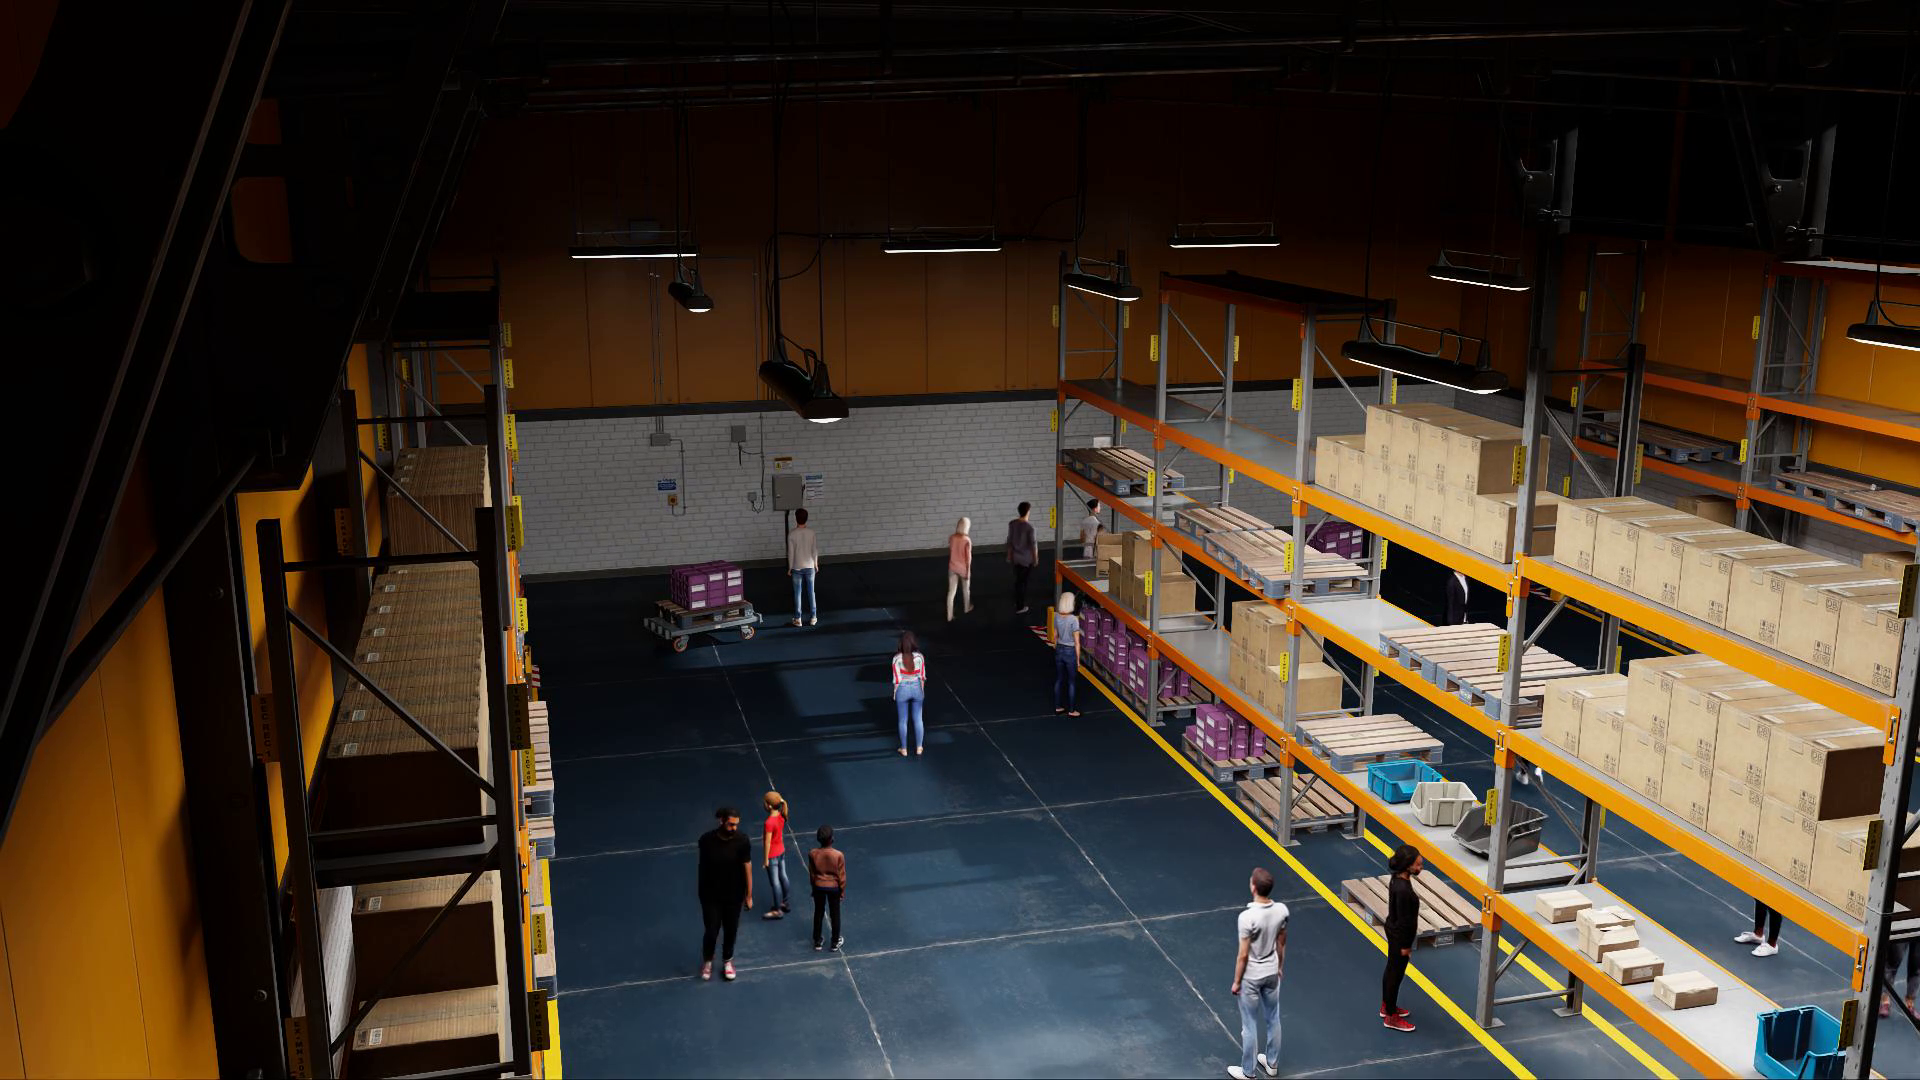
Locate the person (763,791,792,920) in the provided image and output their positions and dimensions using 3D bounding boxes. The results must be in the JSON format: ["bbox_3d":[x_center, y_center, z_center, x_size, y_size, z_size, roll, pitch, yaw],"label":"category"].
[{"bbox_3d":[-1.841,3.142,16.666,0.614,1.306,0.542,6,15,22],"label":"person"}]

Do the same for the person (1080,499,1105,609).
[{"bbox_3d":[2.203,0.228,27.511,0.803,1.866,0.634,-9,16,-34],"label":"person"}]

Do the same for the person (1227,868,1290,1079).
[{"bbox_3d":[2.470,3.580,13.699,0.704,1.851,0.633,-8,16,-29],"label":"person"}]

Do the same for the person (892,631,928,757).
[{"bbox_3d":[-0.639,1.927,21.030,0.595,1.614,0.519,-3,14,-11],"label":"person"}]

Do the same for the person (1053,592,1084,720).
[{"bbox_3d":[1.431,1.543,22.394,0.613,1.719,0.711,12,18,41],"label":"person"}]

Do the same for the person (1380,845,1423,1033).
[{"bbox_3d":[3.845,3.460,14.571,0.724,1.675,0.585,2,14,7],"label":"person"}]

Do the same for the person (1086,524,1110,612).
[{"bbox_3d":[2.200,0.515,26.858,0.765,1.615,0.682,0,14,2],"label":"person"}]

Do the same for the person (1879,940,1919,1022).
[{"bbox_3d":[8.415,3.460,14.710,0.684,1.608,0.700,4,14,15],"label":"person"}]

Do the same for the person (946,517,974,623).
[{"bbox_3d":[-0.063,0.514,26.753,1.059,1.666,1.192,6,15,25],"label":"person"}]

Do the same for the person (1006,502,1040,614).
[{"bbox_3d":[0.961,0.306,27.242,0.788,1.842,0.885,11,17,38],"label":"person"}]

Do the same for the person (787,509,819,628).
[{"bbox_3d":[-2.507,0.432,26.585,0.655,1.906,0.579,-4,14,-17],"label":"person"}]

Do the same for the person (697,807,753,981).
[{"bbox_3d":[-2.208,3.244,15.367,0.686,1.720,0.652,1,14,4],"label":"person"}]

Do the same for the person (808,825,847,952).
[{"bbox_3d":[-1.283,3.335,15.984,0.578,1.252,0.583,2,14,9],"label":"person"}]
